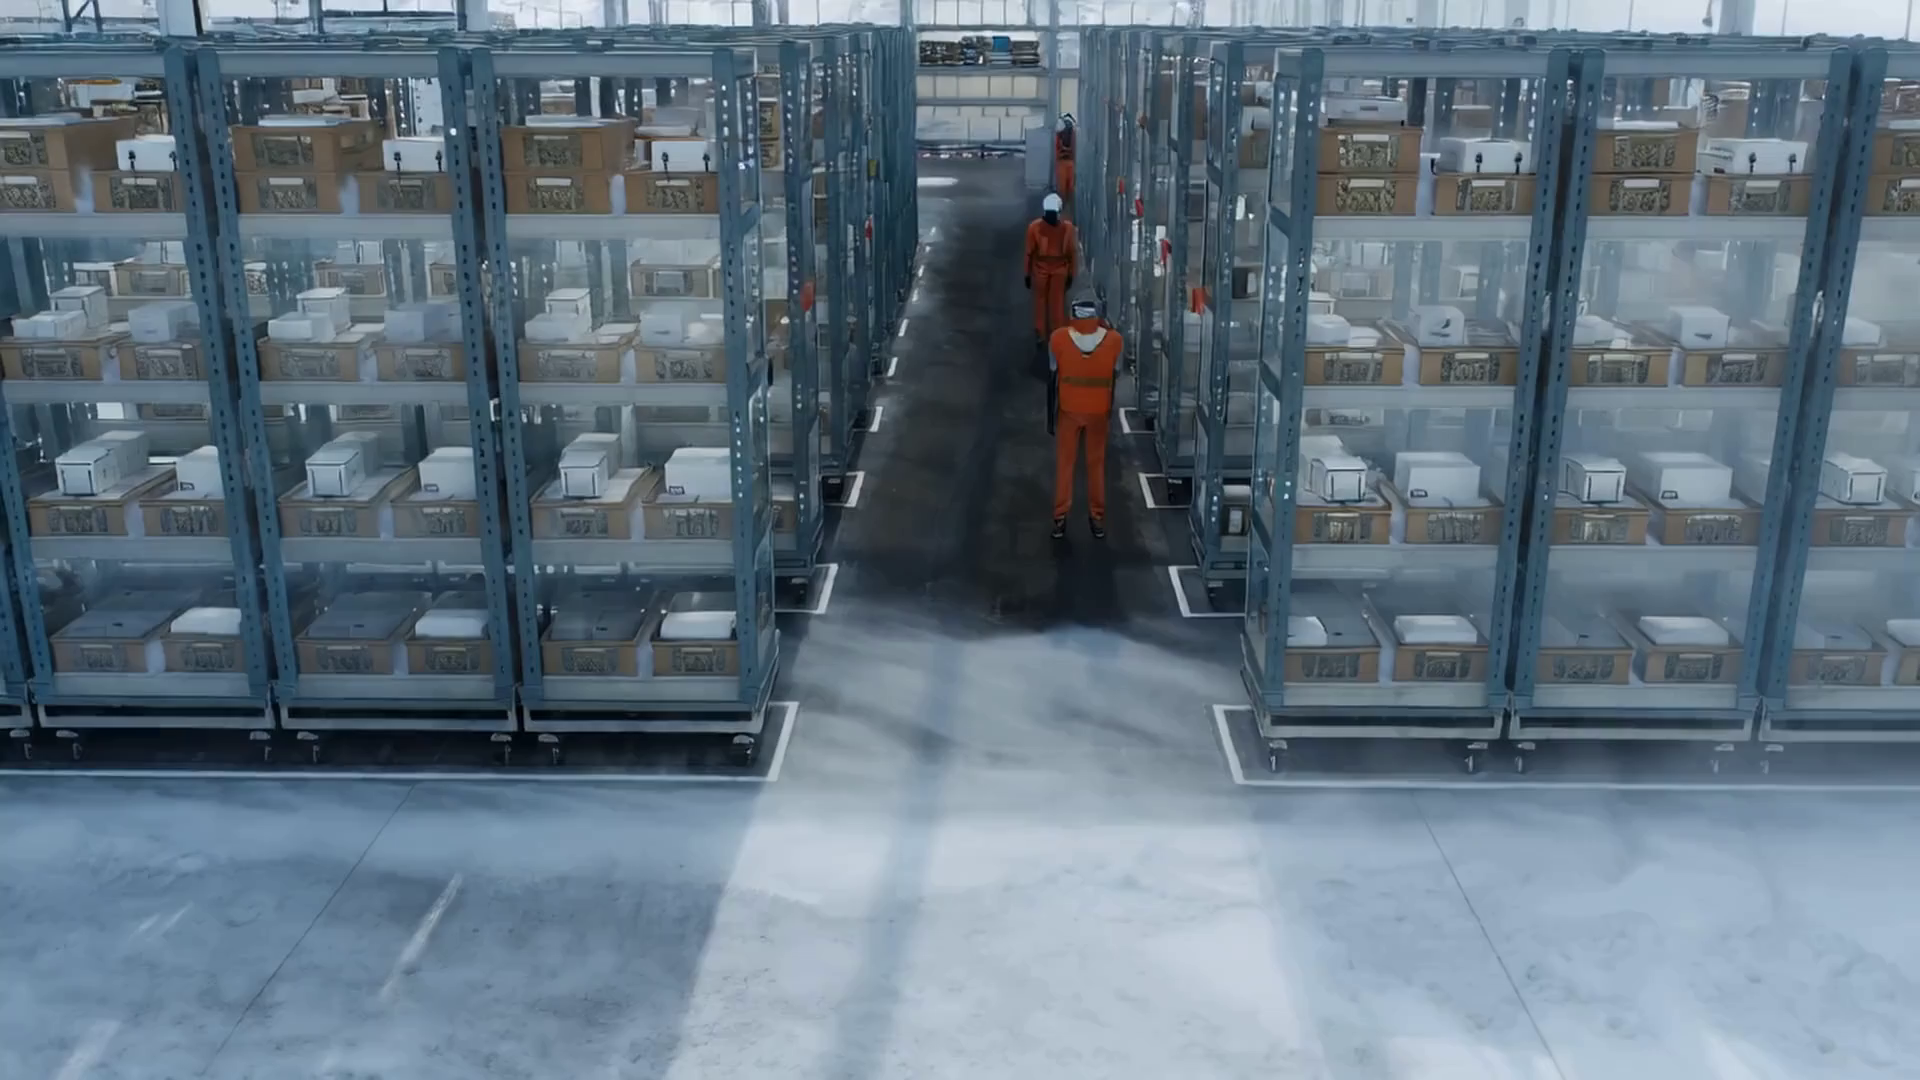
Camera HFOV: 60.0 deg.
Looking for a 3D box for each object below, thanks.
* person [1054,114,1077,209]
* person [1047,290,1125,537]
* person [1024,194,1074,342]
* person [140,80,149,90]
[{"bbox_3d":[2.218,-7.700,33.865,0.670,1.858,1.039,6,18,18],"label":"person"},{"bbox_3d":[0.928,-0.942,12.336,0.564,1.846,0.394,1,17,4],"label":"person"},{"bbox_3d":[1.031,-3.153,19.491,0.593,1.798,0.932,-1,17,-4],"label":"person"},{"bbox_3d":[-26.022,-13.776,53.252,0.430,1.845,0.622,5,18,15],"label":"person"}]
